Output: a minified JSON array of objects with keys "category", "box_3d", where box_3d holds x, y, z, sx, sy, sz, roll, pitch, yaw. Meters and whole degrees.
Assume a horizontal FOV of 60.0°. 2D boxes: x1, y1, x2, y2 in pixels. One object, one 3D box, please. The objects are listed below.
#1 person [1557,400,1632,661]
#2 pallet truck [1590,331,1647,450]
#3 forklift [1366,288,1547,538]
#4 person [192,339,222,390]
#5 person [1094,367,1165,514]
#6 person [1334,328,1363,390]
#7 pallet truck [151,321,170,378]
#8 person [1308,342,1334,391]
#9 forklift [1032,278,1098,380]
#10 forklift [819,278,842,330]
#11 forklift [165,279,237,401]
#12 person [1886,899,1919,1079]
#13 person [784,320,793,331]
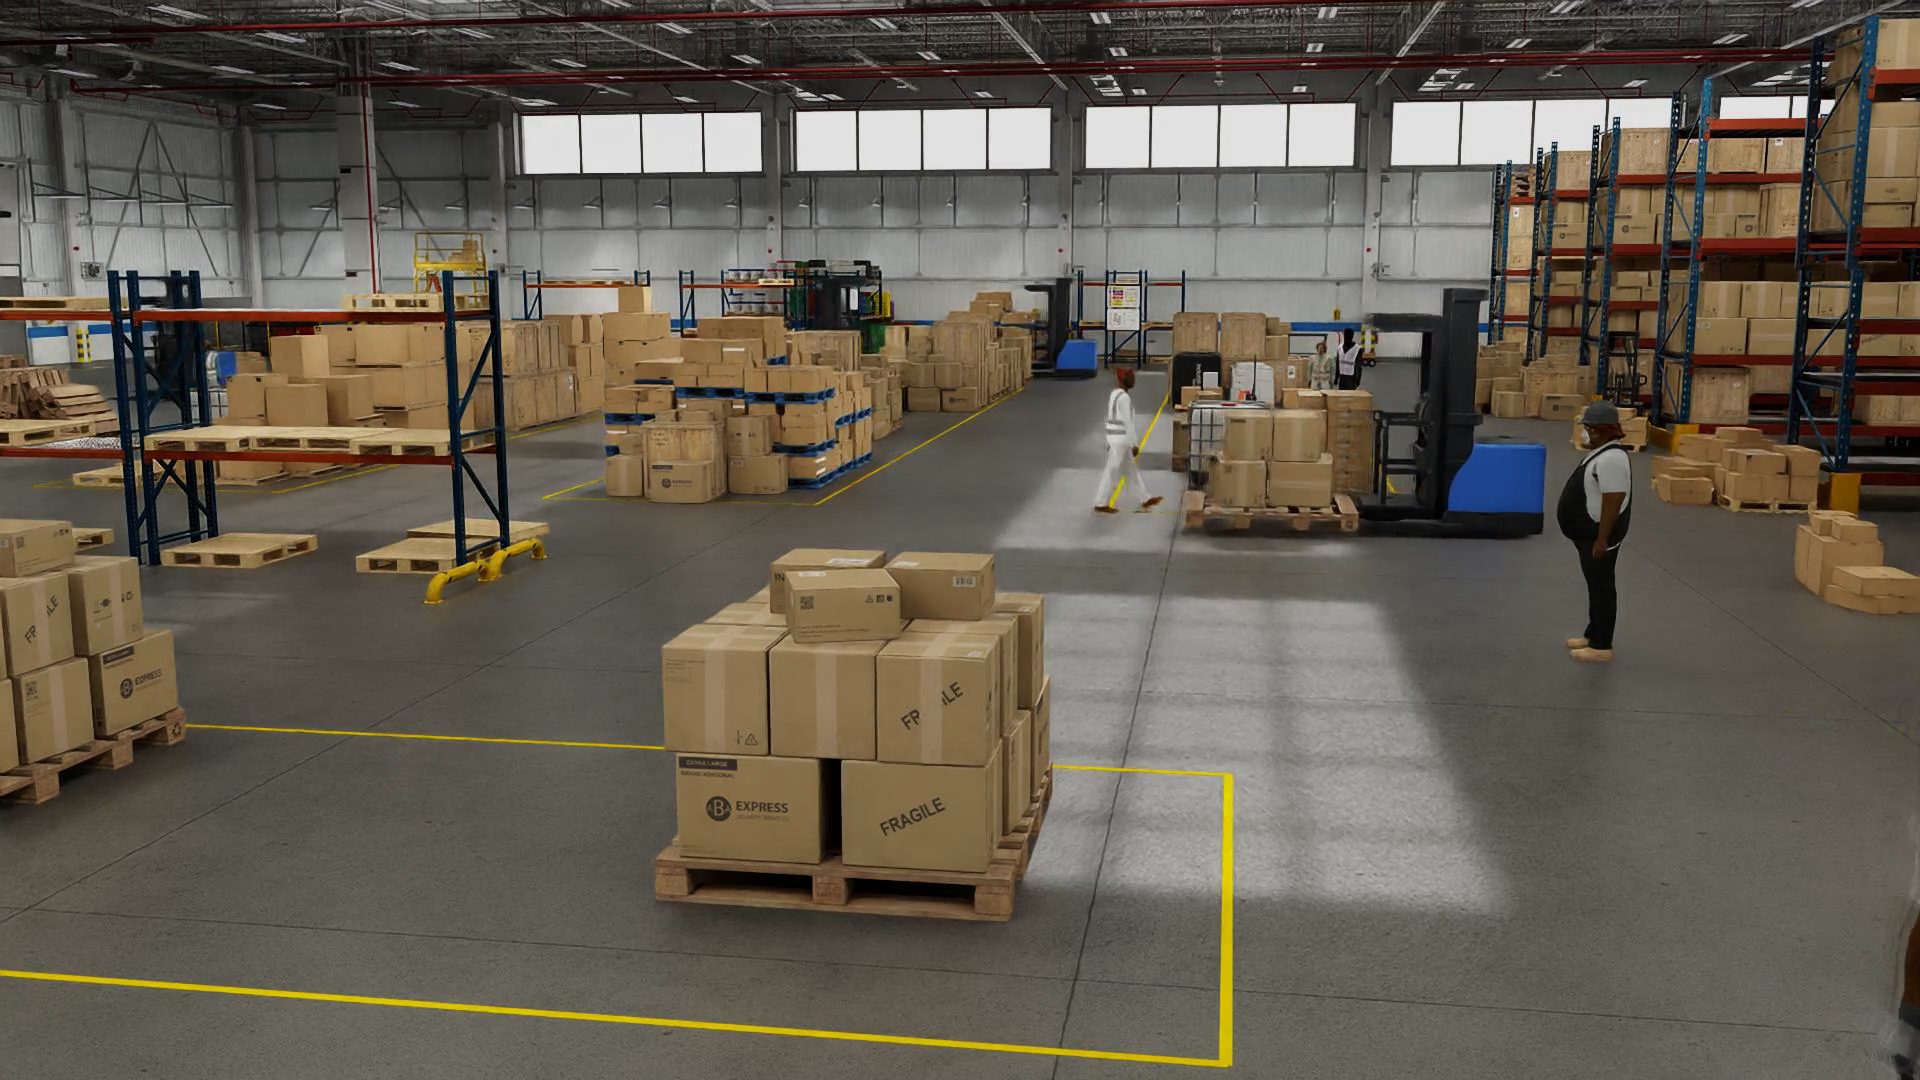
[{"category":"person","box_3d":[4.950,-0.084,13.016,0.535,2.000,0.686,3,10,17]},{"category":"pallet truck","box_3d":[11.253,-2.573,28.499,0.823,1.965,1.885,5,10,27]},{"category":"forklift","box_3d":[5.729,-1.493,19.121,1.873,2.768,1.129,1,9,9]},{"category":"person","box_3d":[-15.410,-3.285,34.018,0.550,1.621,0.476,-2,9,-10]},{"category":"person","box_3d":[2.115,-1.231,20.716,0.966,1.833,0.601,-1,9,-4]},{"category":"person","box_3d":[7.665,-3.220,32.768,0.384,1.911,0.594,-7,12,-37]},{"category":"pallet truck","box_3d":[-21.869,-5.598,47.154,0.823,1.965,1.885,4,10,26]},{"category":"person","box_3d":[7.169,-3.132,33.090,0.529,1.623,0.372,4,10,24]},{"category":"forklift","box_3d":[2.883,-5.893,46.261,1.873,2.768,1.129,1,9,9]},{"category":"forklift","box_3d":[-3.270,-5.243,42.251,1.873,2.768,1.129,1,9,9]},{"category":"forklift","box_3d":[-18.185,-4.743,39.164,1.129,2.768,1.873,5,11,30]},{"category":"person","box_3d":[2.927,1.365,4.645,0.562,1.854,0.450,-1,9,-8]},{"category":"person","box_3d":[-3.818,-3.944,37.212,0.630,1.923,0.510,4,10,21]}]
